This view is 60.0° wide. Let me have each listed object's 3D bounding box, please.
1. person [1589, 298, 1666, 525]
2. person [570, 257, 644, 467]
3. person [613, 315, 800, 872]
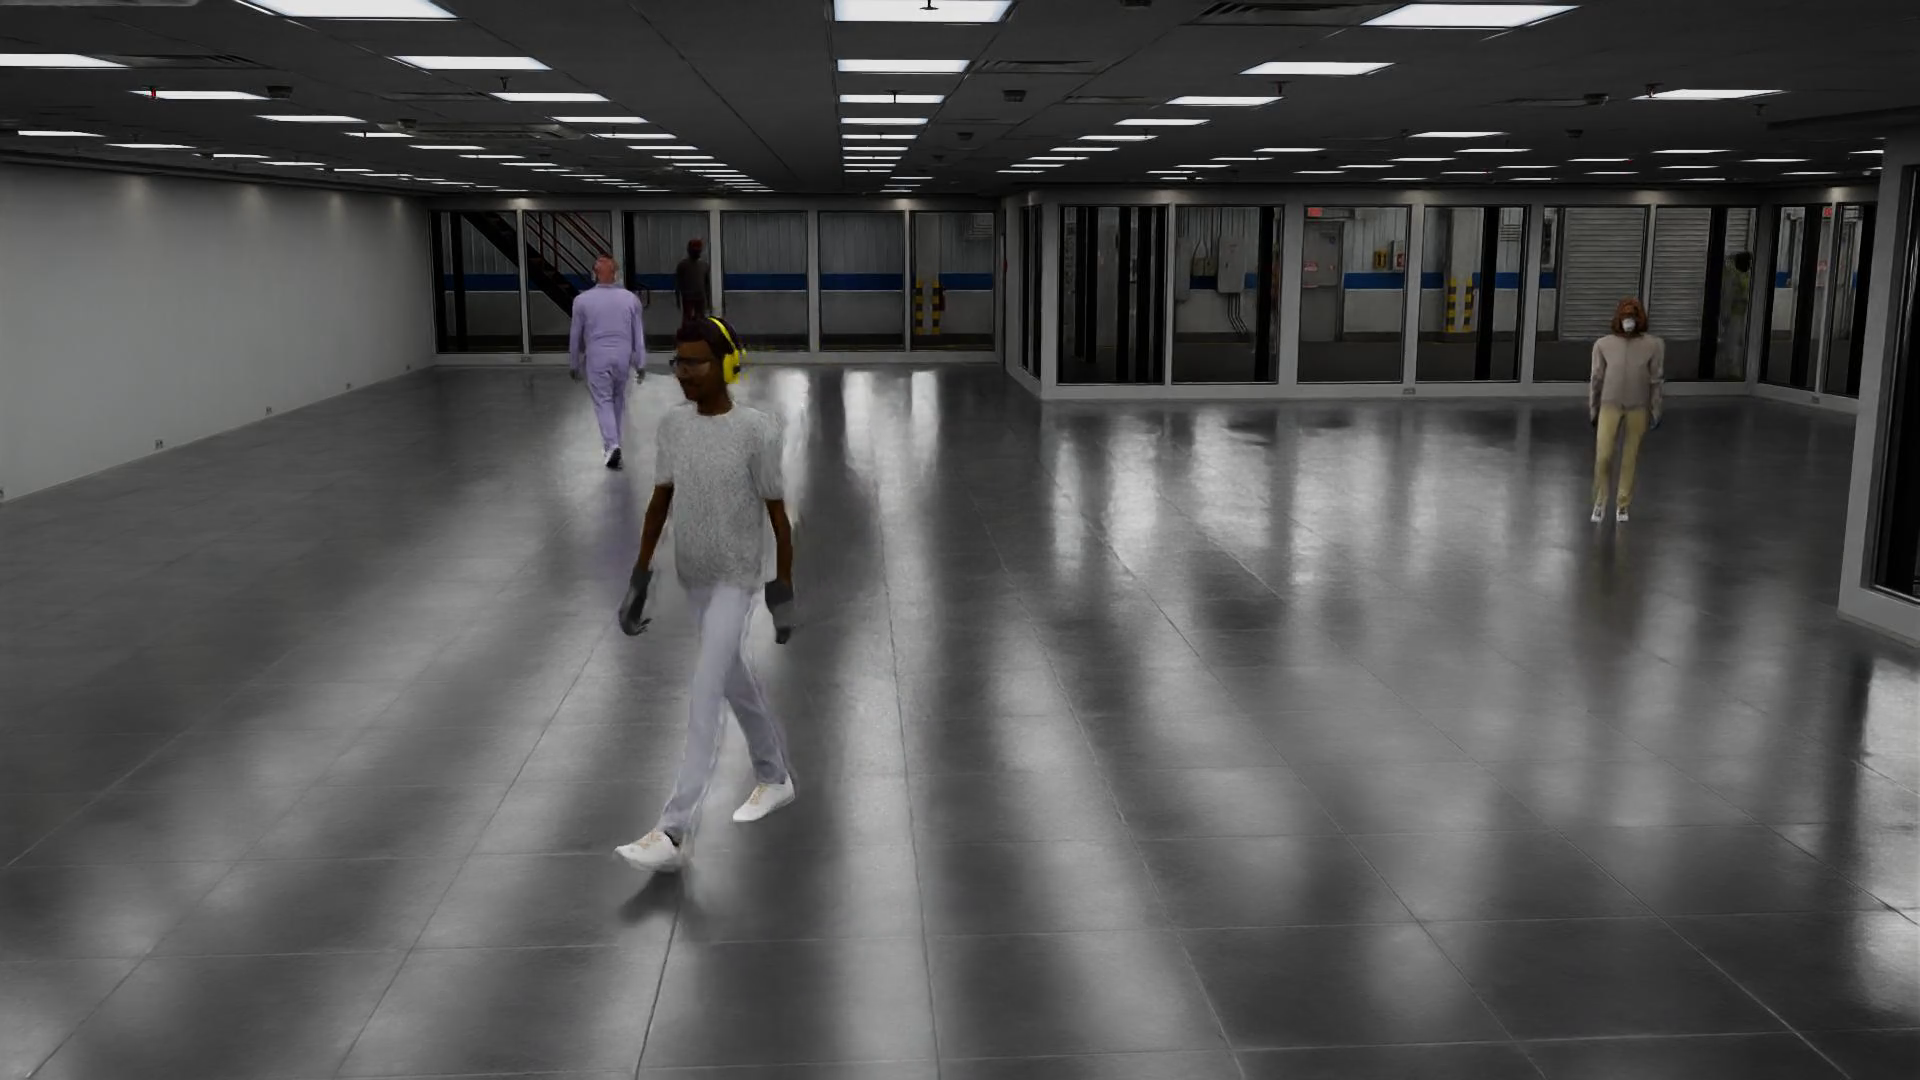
[{"bbox_3d":[4.733,-0.904,11.828,0.498,1.610,0.675,4,11,21],"label":"person"},{"bbox_3d":[-3.169,-1.612,15.006,0.653,1.869,0.968,-5,12,-27],"label":"person"},{"bbox_3d":[-0.844,0.162,5.582,0.505,1.814,1.015,7,12,33],"label":"person"}]
